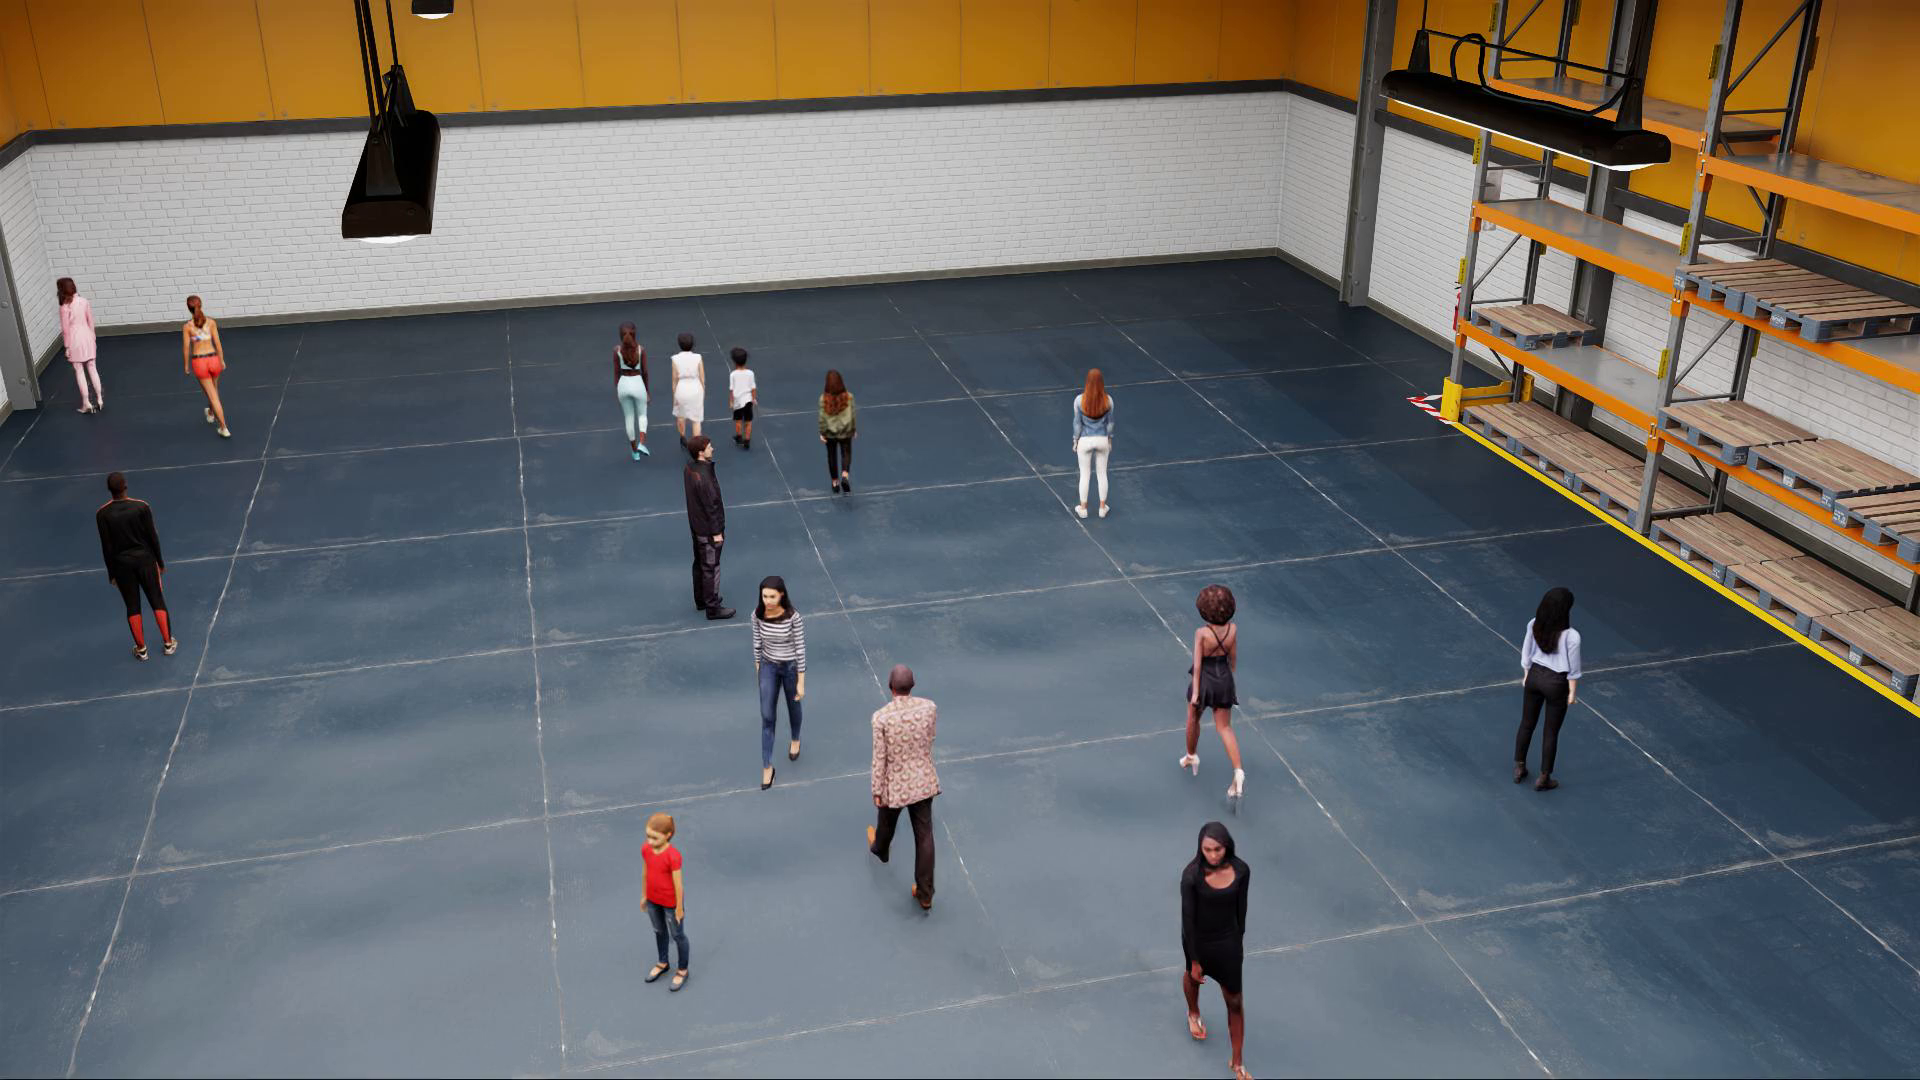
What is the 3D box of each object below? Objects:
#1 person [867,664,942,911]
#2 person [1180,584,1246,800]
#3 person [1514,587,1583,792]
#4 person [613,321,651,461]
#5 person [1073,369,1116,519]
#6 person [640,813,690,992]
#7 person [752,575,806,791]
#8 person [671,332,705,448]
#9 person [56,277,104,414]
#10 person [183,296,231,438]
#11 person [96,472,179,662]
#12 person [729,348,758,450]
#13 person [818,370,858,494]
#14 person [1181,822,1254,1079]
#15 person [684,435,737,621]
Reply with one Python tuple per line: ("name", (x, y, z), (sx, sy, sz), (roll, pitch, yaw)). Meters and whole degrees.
("person", (-0.340, 1.783, 11.761), (0.718, 1.758, 1.180), (-8, 25, -18))
("person", (2.027, 1.217, 13.053), (0.640, 1.761, 1.086), (-9, 25, -19))
("person", (4.650, 1.169, 13.184), (0.790, 1.744, 0.659), (-20, 31, -38))
("person", (-3.925, -1.739, 19.875), (0.572, 1.713, 0.713), (-4, 24, -10))
("person", (1.473, -1.061, 18.337), (0.661, 1.702, 0.596), (0, 24, -1))
("person", (-1.939, 2.362, 10.996), (0.549, 1.309, 0.611), (14, 27, 29))
("person", (-1.405, 1.061, 13.421), (0.860, 1.752, 1.132), (2, 24, 4))
("person", (-3.256, -1.714, 20.044), (0.601, 1.533, 0.841), (-4, 24, -9))
("person", (-11.407, -2.527, 21.570), (0.773, 1.799, 0.699), (13, 27, 28))
("person", (-9.349, -2.132, 20.712), (0.933, 1.762, 1.134), (-22, 32, -40))
("person", (-7.579, 0.225, 15.265), (0.681, 1.807, 0.620), (-13, 27, -27))
("person", (-2.650, -1.712, 20.401), (0.580, 1.242, 0.692), (-10, 26, -22))
("person", (-1.384, -1.199, 18.948), (0.647, 1.466, 0.765), (-3, 24, -6))
("person", (1.508, 2.450, 10.333), (0.639, 1.680, 1.016), (-5, 24, -12))
("person", (-2.461, -0.136, 16.051), (0.824, 1.838, 0.596), (-12, 26, -26))
